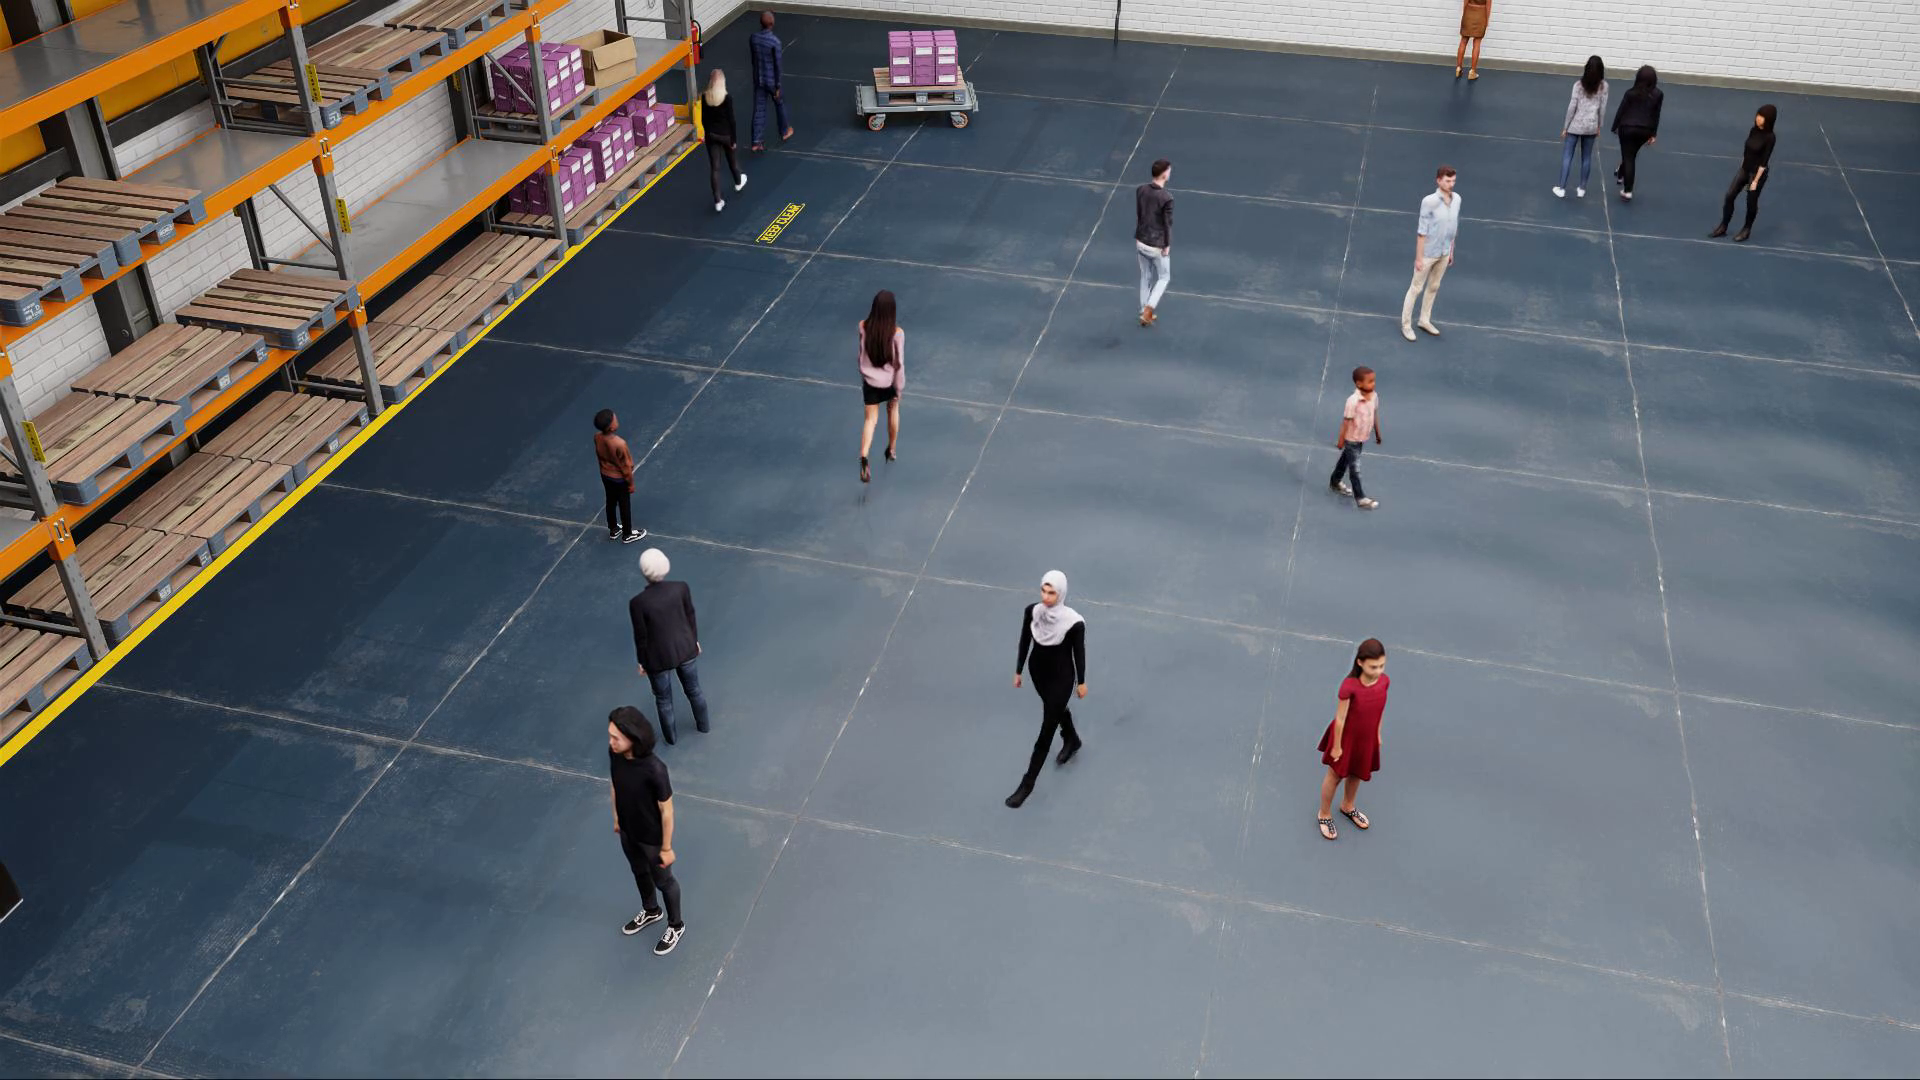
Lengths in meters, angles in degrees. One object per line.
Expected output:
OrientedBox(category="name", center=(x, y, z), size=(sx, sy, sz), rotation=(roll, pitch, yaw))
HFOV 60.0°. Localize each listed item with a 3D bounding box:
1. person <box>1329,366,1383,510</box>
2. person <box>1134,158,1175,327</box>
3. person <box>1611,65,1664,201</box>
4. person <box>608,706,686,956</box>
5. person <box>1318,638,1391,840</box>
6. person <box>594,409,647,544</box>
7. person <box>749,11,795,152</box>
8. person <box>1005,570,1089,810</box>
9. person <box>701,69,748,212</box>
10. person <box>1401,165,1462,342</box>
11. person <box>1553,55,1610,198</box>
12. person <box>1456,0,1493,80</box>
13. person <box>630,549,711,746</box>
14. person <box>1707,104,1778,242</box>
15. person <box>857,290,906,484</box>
OrientedBox(category="person", center=(3.412, -0.942, 14.550), size=(0.829, 1.282, 0.813), rotation=(-27, 42, -34))
OrientedBox(category="person", center=(1.946, -3.030, 17.204), size=(0.783, 1.822, 0.822), rotation=(27, 42, 34))
OrientedBox(category="person", center=(8.248, -4.935, 20.291), size=(0.856, 1.577, 1.175), rotation=(-1, 34, -1))
OrientedBox(category="person", center=(-1.901, 1.720, 10.046), size=(0.709, 1.835, 0.667), rotation=(24, 41, 32))
OrientedBox(category="person", center=(2.612, 1.278, 10.966), size=(0.677, 1.552, 0.737), rotation=(-13, 36, -19))
OrientedBox(category="person", center=(-2.901, -0.545, 13.977), size=(0.583, 1.255, 0.581), rotation=(21, 39, 28))
OrientedBox(category="person", center=(-2.548, -5.904, 21.572), size=(0.688, 1.772, 1.208), rotation=(11, 35, 16))
OrientedBox(category="person", center=(0.668, 0.926, 11.338), size=(0.915, 1.727, 1.248), rotation=(22, 40, 30))
OrientedBox(category="person", center=(-2.915, -4.768, 19.978), size=(0.653, 1.645, 1.100), rotation=(7, 34, 10))
OrientedBox(category="person", center=(4.868, -2.971, 17.094), size=(0.721, 1.846, 0.759), rotation=(-15, 36, -21))
OrientedBox(category="person", center=(7.606, -5.055, 20.332), size=(0.660, 1.732, 0.588), rotation=(2, 34, 3))
OrientedBox(category="person", center=(7.466, -7.552, 24.127), size=(0.630, 1.690, 0.628), rotation=(24, 40, 31))
OrientedBox(category="person", center=(-2.019, 0.813, 11.810), size=(0.821, 1.783, 0.793), rotation=(-18, 38, -25))
OrientedBox(category="person", center=(9.211, -4.234, 19.188), size=(0.859, 1.631, 0.823), rotation=(-12, 36, -18))
OrientedBox(category="person", center=(-0.725, -1.308, 14.651), size=(0.622, 1.780, 1.055), rotation=(8, 34, 11))
